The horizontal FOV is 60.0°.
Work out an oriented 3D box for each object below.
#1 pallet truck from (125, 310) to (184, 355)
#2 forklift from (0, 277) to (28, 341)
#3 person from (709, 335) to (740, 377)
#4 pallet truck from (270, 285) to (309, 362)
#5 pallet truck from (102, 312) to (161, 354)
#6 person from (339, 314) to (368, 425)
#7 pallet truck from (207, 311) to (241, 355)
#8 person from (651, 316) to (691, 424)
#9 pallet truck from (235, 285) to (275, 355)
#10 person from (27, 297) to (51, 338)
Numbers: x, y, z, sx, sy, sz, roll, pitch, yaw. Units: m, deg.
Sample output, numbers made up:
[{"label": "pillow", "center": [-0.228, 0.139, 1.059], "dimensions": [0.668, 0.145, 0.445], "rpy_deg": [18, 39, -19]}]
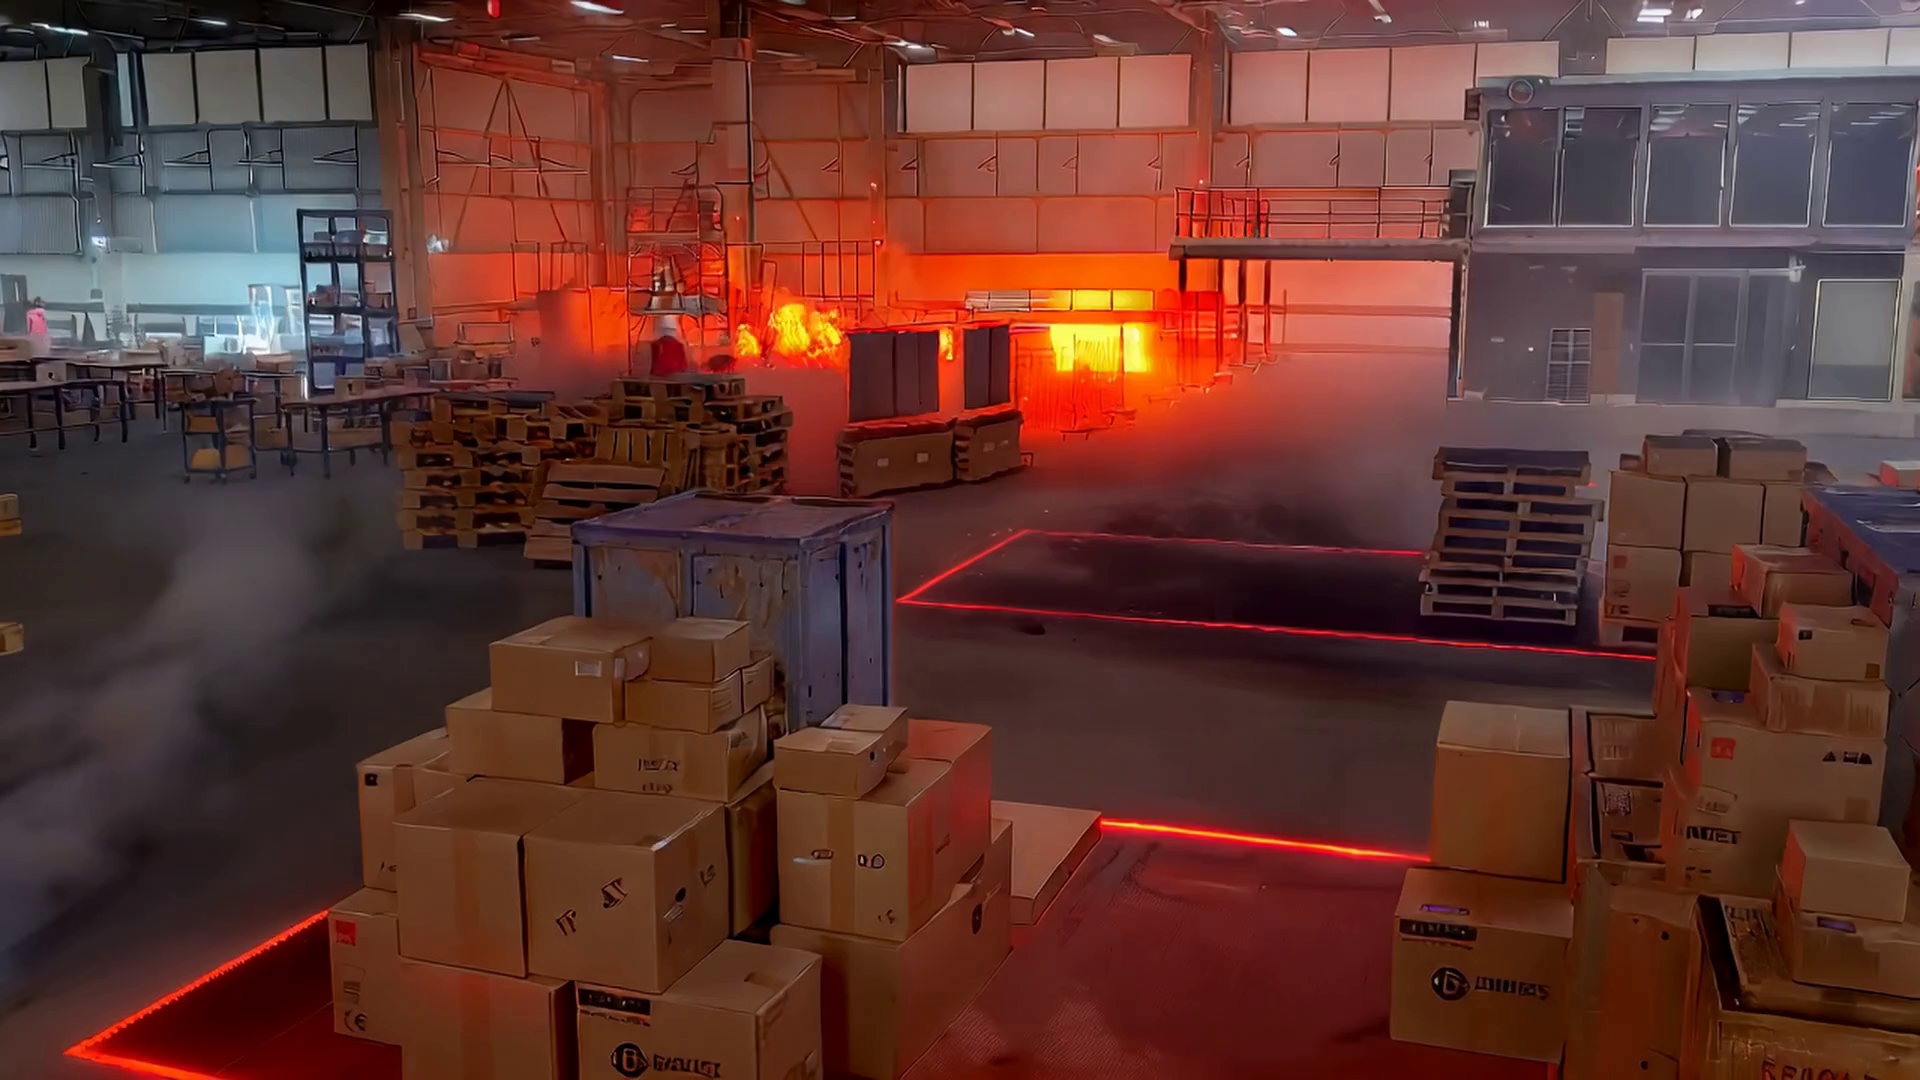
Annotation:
[{"label": "pallet truck", "center": [-22.038, -5.665, 45.457], "dimensions": [0.704, 1.261, 1.522], "rpy_deg": [3, 11, 17]}, {"label": "forklift", "center": [-27.151, -6.329, 46.328], "dimensions": [1.157, 1.987, 2.680], "rpy_deg": [3, 11, 17]}, {"label": "person", "center": [-3.427, -2.110, 24.186], "dimensions": [0.497, 1.731, 0.437], "rpy_deg": [4, 11, 20]}, {"label": "pallet truck", "center": [-17.147, -5.700, 43.663], "dimensions": [0.823, 1.965, 1.885], "rpy_deg": [3, 11, 17]}, {"label": "pallet truck", "center": [-23.057, -5.777, 46.261], "dimensions": [0.680, 1.201, 1.601], "rpy_deg": [3, 11, 19]}, {"label": "person", "center": [-10.140, -2.851, 27.854], "dimensions": [0.789, 1.908, 0.551], "rpy_deg": [5, 11, 27]}, {"label": "pallet truck", "center": [-19.537, -5.575, 44.913], "dimensions": [0.653, 1.274, 1.630], "rpy_deg": [3, 11, 19]}, {"label": "person", "center": [-4.317, -2.425, 25.339], "dimensions": [0.620, 1.959, 0.921], "rpy_deg": [7, 12, 35]}, {"label": "pallet truck", "center": [-18.327, -5.835, 44.421], "dimensions": [0.823, 1.965, 1.885], "rpy_deg": [4, 11, 23]}, {"label": "person", "center": [-22.677, -5.106, 40.971], "dimensions": [0.323, 1.767, 0.533], "rpy_deg": [6, 12, 29]}]
